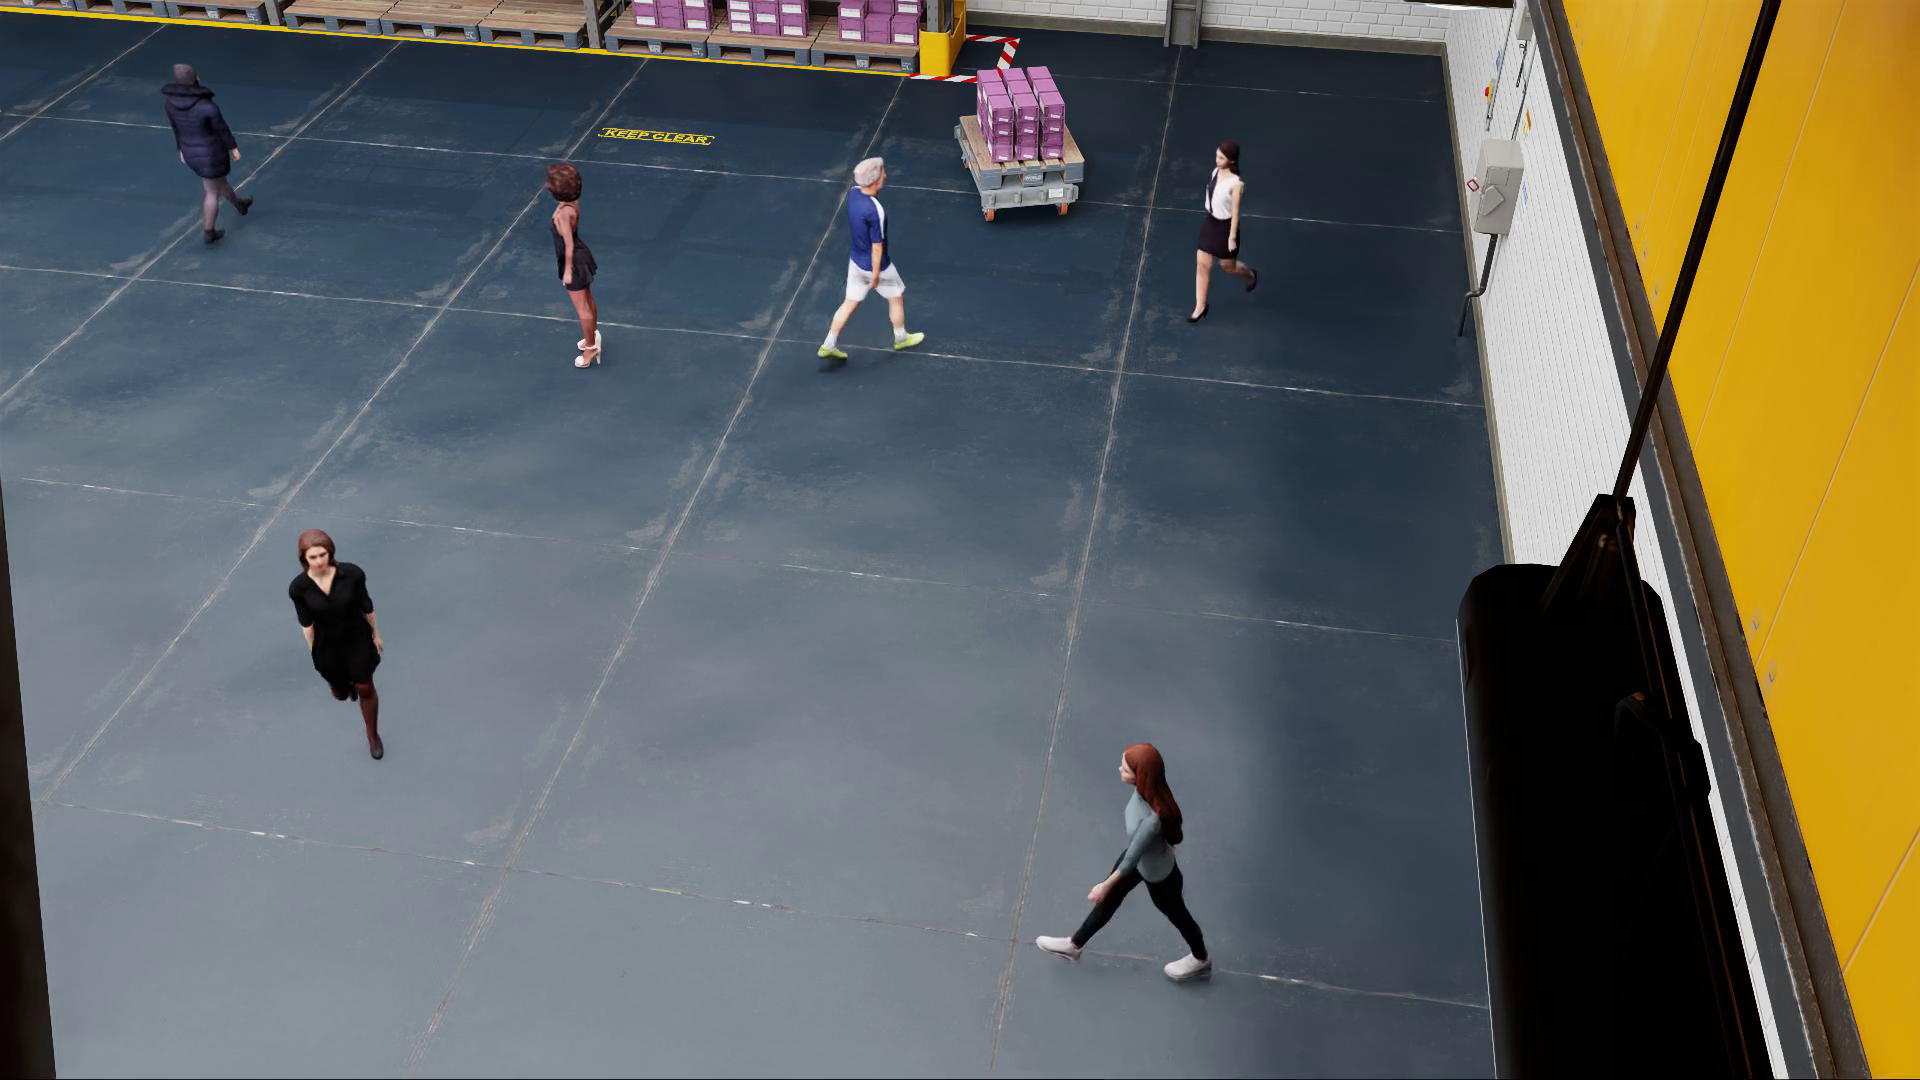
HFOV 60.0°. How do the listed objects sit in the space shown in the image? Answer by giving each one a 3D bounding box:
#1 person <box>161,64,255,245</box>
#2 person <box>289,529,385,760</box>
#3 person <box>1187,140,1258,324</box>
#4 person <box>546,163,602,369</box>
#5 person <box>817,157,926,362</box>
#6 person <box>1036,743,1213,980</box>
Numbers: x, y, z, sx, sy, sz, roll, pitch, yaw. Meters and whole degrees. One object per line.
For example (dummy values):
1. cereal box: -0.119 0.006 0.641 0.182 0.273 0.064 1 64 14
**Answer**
1. person: -6.953 -3.502 15.243 1.019 1.626 0.775 9 40 11
2. person: -3.738 0.586 10.072 0.854 1.690 0.881 -16 41 -19
3. person: 2.287 -2.621 14.141 1.041 1.625 0.973 -22 44 -25
4. person: -3.130 -2.243 13.537 0.604 1.787 0.602 -3 39 -3
5. person: -0.812 -2.234 13.517 1.197 1.799 1.173 -26 45 -29
6. person: 1.087 1.745 8.631 1.225 1.678 0.740 0 39 -1
